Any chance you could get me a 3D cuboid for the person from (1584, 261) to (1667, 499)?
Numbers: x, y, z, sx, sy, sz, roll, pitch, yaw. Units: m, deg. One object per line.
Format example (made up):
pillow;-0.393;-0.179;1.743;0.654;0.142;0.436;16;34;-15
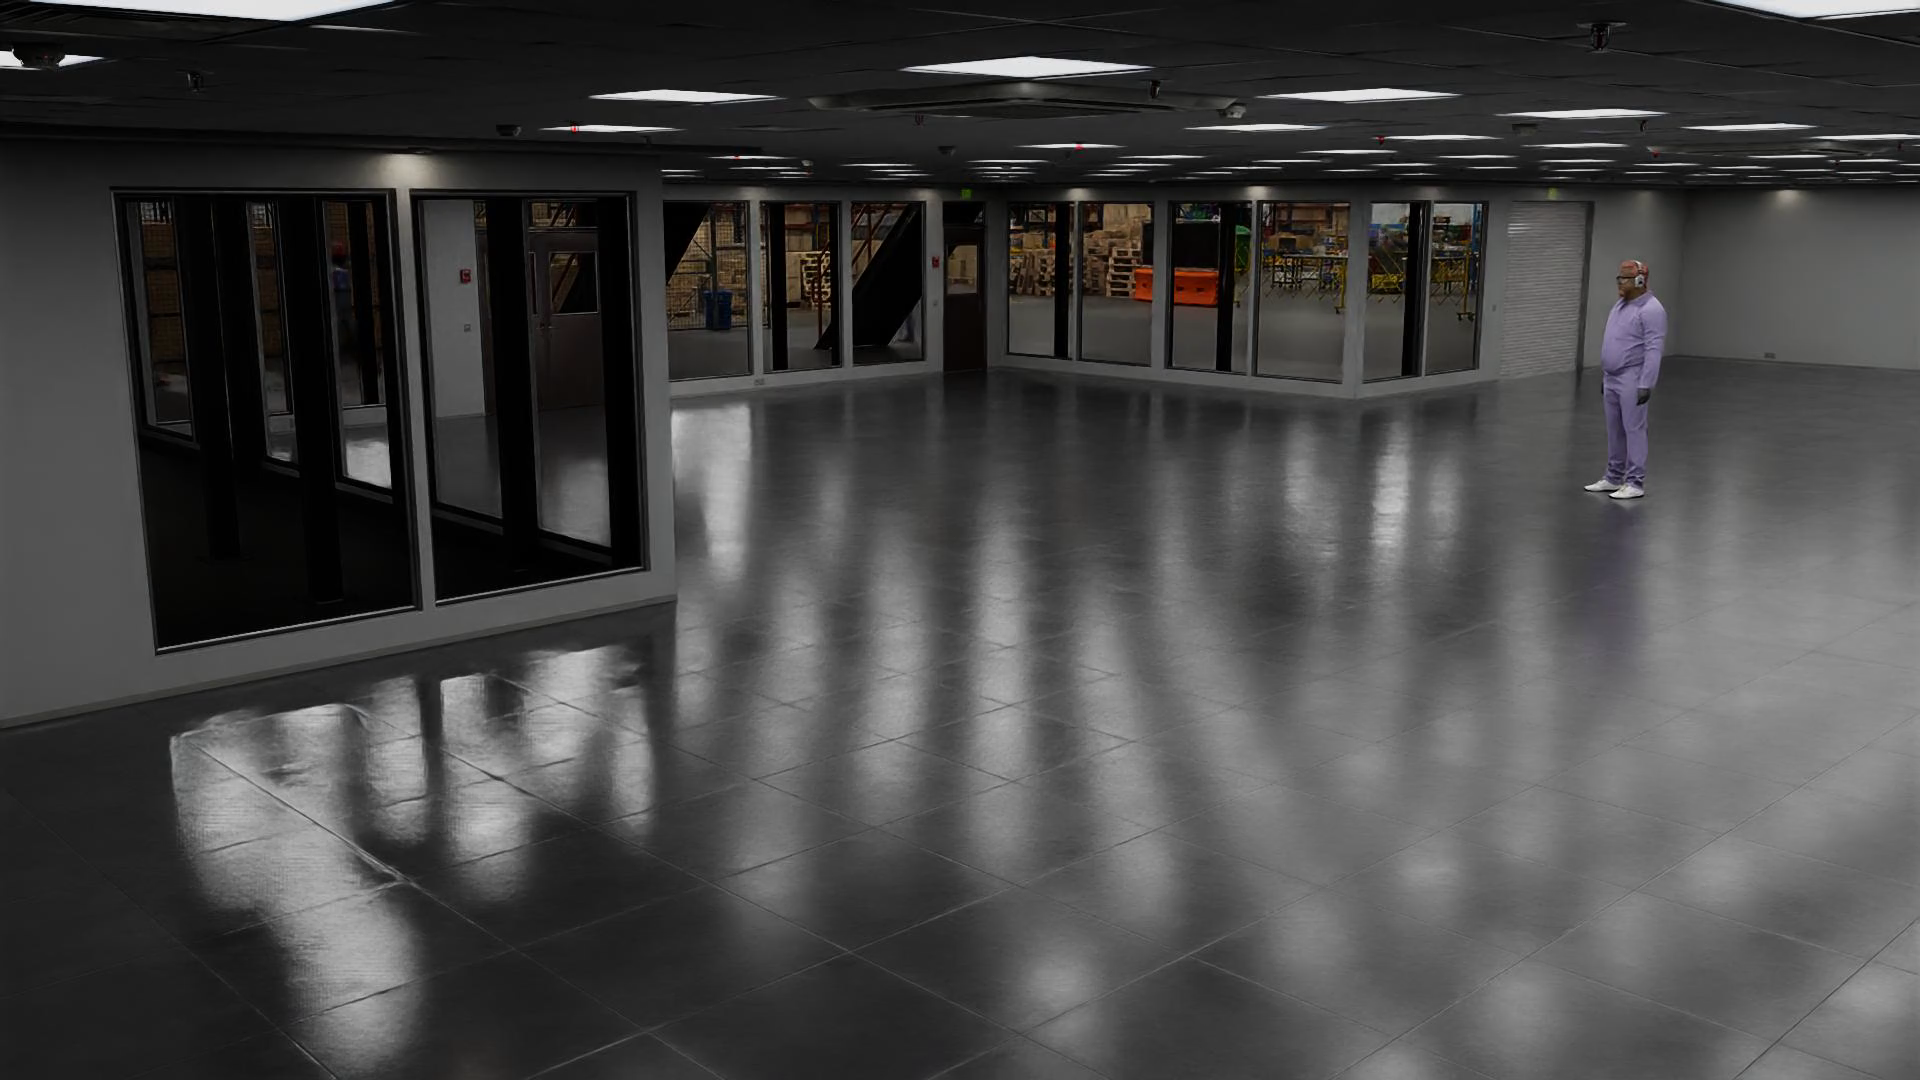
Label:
person;5.373;-1.292;13.436;0.409;1.906;0.652;-2;11;-9
